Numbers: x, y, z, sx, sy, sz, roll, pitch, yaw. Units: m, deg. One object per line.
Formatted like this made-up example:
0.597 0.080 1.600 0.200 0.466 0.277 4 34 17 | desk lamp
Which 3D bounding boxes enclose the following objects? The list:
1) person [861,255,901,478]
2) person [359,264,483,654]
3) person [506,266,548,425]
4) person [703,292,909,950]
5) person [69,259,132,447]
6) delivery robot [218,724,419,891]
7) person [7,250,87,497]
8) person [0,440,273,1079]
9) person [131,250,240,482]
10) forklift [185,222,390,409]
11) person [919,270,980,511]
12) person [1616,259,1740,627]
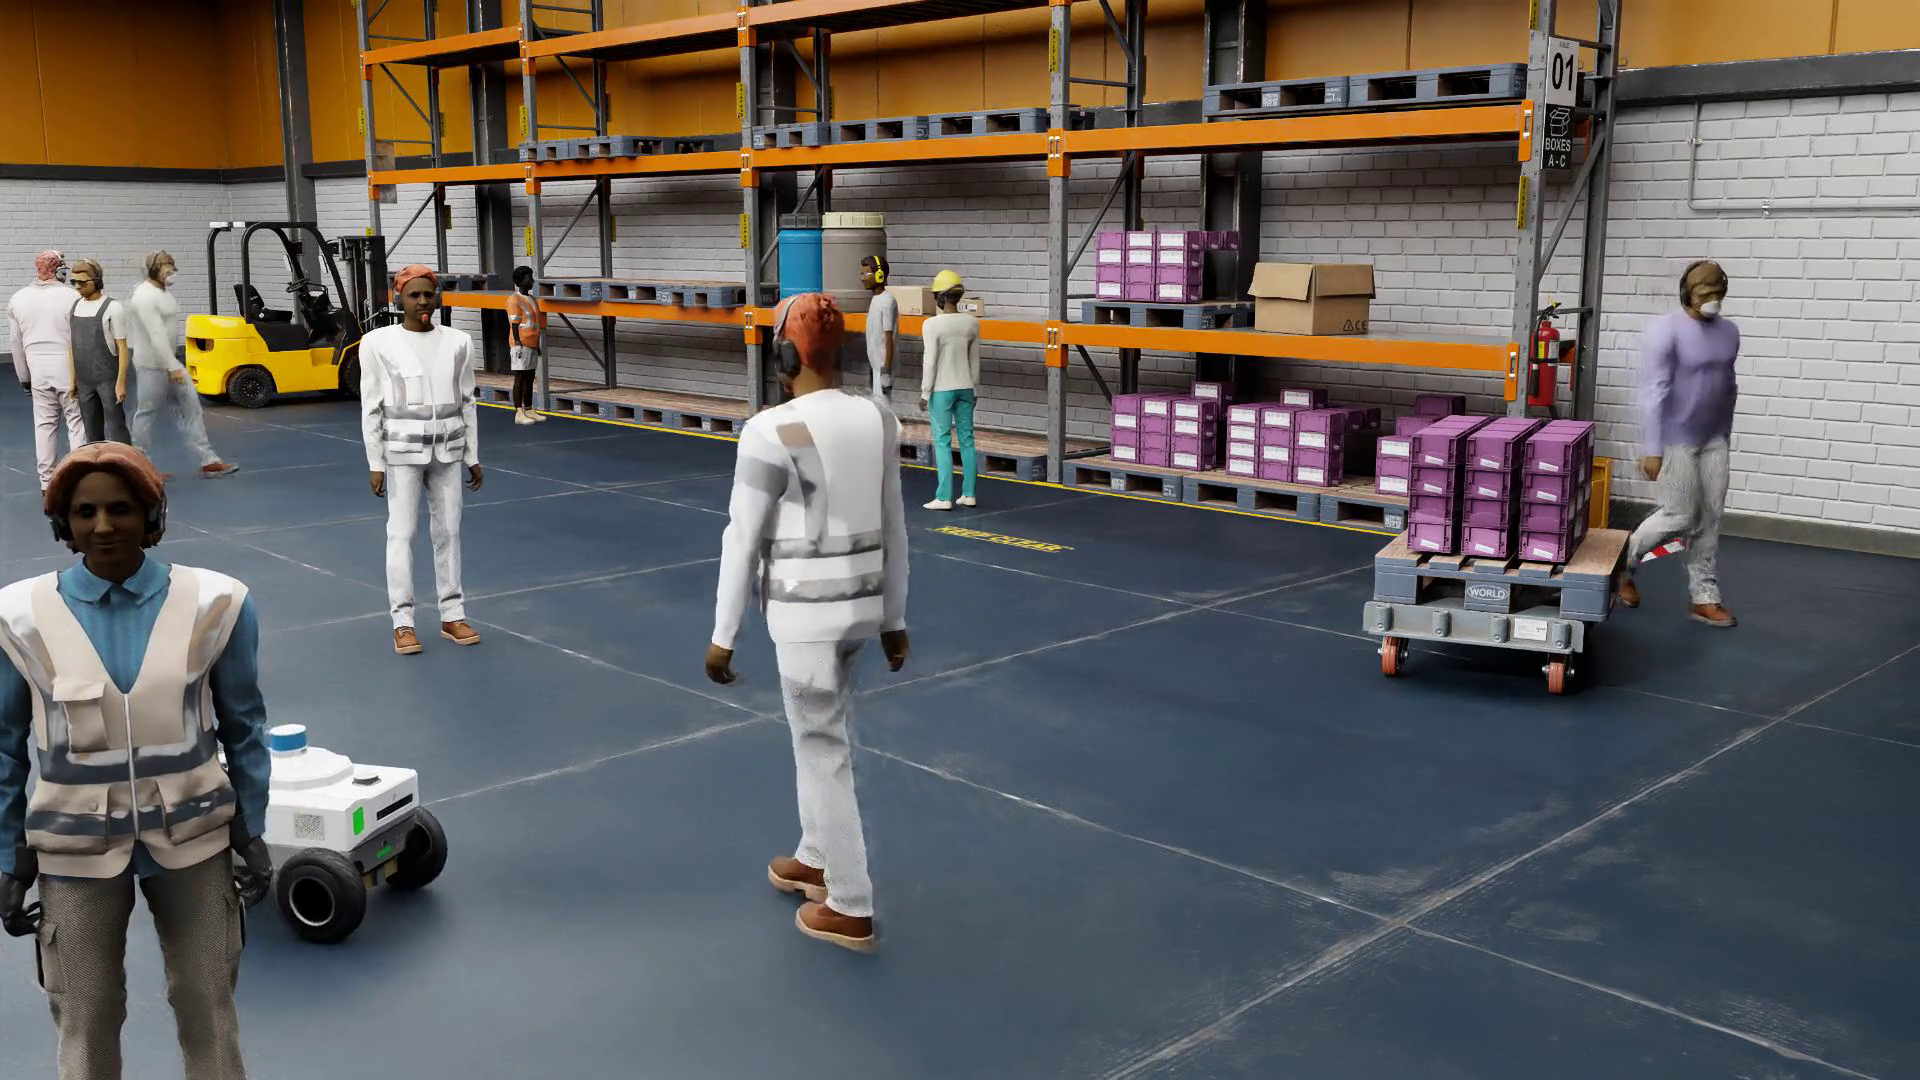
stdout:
-0.654 -1.394 13.652 0.320 1.861 0.515 -3 11 -13 | person
-2.617 -0.395 8.134 0.575 1.882 0.355 -8 13 -39 | person
-4.676 -2.097 17.920 0.318 1.697 0.535 2 11 11 | person
-0.483 0.227 4.809 0.717 1.863 0.581 8 13 37 | person
-6.582 -1.212 12.703 0.506 1.842 0.346 3 11 14 | person
-2.001 0.798 4.991 0.707 0.478 0.477 3 11 15 | delivery robot
-6.975 -1.284 12.915 0.653 1.906 0.405 0 10 1 | person
-1.618 0.618 3.267 0.513 1.641 0.307 -6 12 -28 | person
-6.400 -1.401 13.609 0.916 1.892 0.618 -1 10 -4 | person
-8.169 -2.758 20.163 2.313 2.155 1.214 -10 14 -44 | forklift
-0.085 -1.096 12.275 0.534 1.765 0.323 -8 13 -39 | person
3.759 -0.512 8.718 0.691 1.914 0.669 -5 12 -27 | person
